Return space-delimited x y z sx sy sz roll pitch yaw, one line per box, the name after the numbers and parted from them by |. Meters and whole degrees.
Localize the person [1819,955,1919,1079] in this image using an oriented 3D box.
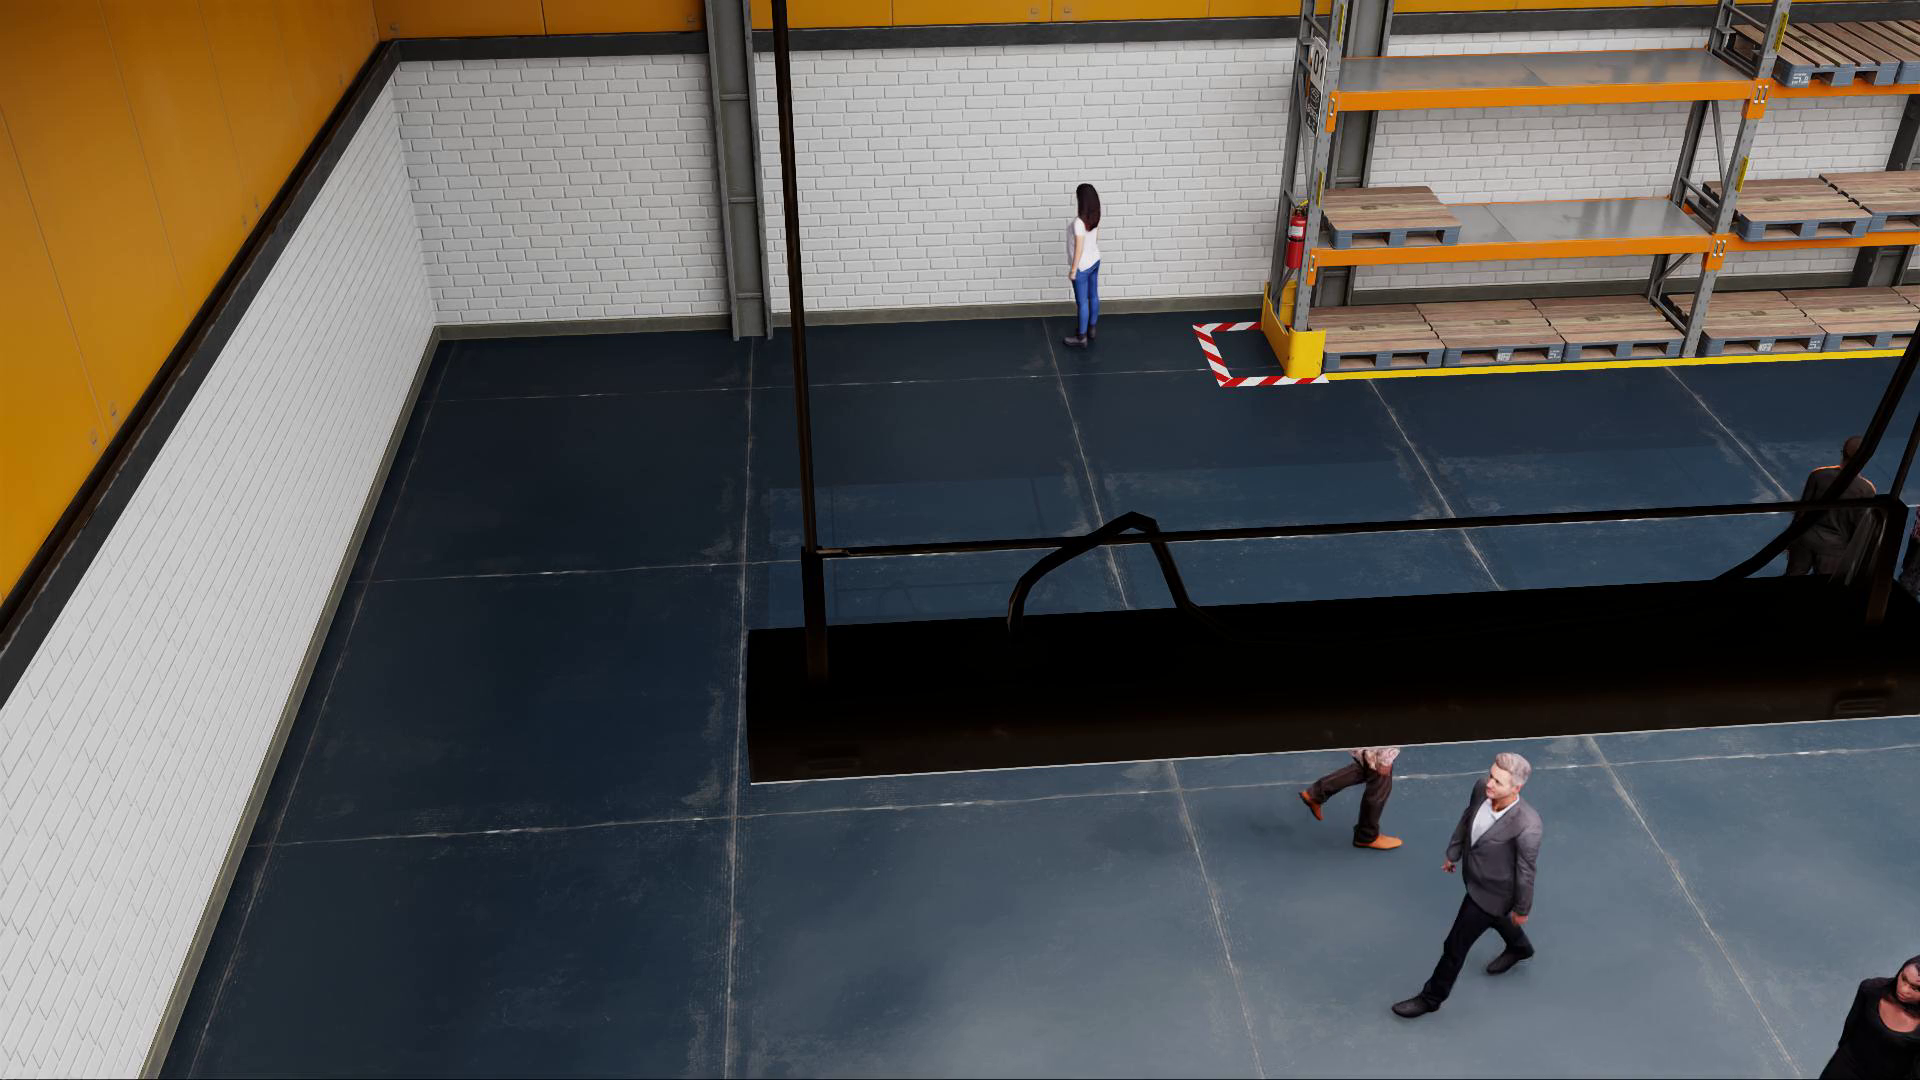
4.598 2.670 8.296 1.174 1.686 0.918 -17 37 -24 | person

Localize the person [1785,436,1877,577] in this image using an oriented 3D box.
6.286 0.023 12.168 0.760 1.808 0.812 19 38 27 | person

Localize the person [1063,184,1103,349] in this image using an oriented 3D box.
1.239 -2.693 16.365 0.719 1.684 0.683 20 39 27 | person

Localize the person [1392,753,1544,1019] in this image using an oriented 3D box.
3.035 1.904 9.349 1.272 1.796 0.891 -9 35 -13 | person
